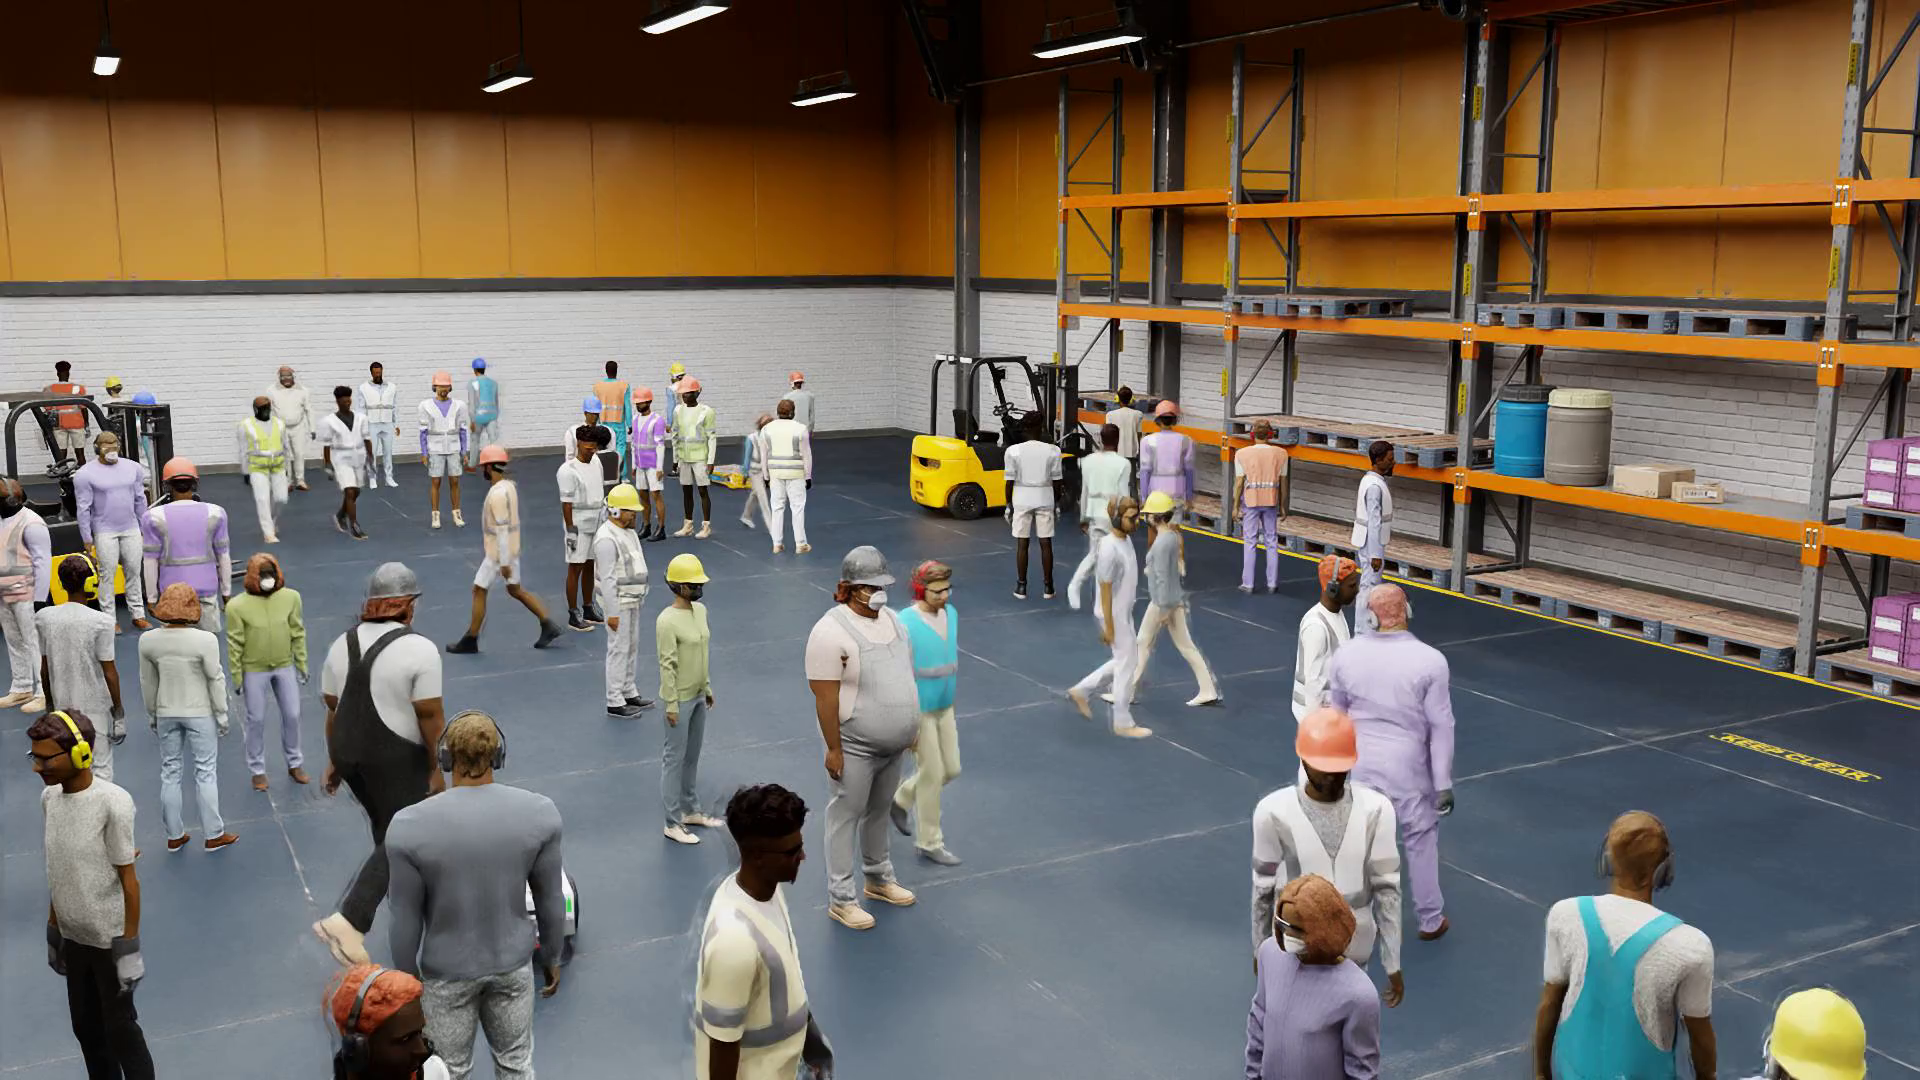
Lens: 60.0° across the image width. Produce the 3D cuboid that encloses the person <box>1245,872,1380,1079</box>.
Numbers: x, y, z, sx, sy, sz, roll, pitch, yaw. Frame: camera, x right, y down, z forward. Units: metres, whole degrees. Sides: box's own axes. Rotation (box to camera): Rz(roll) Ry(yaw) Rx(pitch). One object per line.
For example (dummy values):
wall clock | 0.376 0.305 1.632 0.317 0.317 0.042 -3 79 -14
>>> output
person | 1.113 1.853 5.368 0.284 1.633 0.498 -8 12 -38

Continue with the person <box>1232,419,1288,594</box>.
person | 3.143 -0.343 17.409 0.572 1.838 0.373 -1 10 -5

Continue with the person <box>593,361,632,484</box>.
person | -5.342 -1.799 25.603 0.587 1.911 0.397 1 10 5

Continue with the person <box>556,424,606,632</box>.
person | -3.559 -0.126 15.823 0.390 1.958 0.602 4 11 22

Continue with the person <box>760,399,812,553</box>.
person | -2.050 -0.758 19.800 0.621 1.845 0.429 2 10 12

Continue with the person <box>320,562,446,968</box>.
person | -3.012 1.106 8.496 0.707 2.000 0.941 5 11 26

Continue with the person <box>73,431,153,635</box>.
person | -7.928 -0.071 15.608 0.381 1.929 0.636 8 13 38

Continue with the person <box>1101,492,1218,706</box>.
person | 1.619 0.473 13.075 0.918 1.720 0.546 4 10 20

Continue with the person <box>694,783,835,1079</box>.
person | -0.579 1.703 5.394 0.990 1.909 0.627 -1 10 -3

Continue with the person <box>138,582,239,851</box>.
person | -4.616 1.059 9.938 0.502 1.633 0.279 0 10 3

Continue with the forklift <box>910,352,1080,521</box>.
forklift | 0.460 -1.461 22.833 2.313 2.155 1.214 -5 11 -28

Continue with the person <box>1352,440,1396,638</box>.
person | 3.687 0.063 14.853 0.377 1.917 0.599 2 10 11

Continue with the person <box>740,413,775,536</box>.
person | -2.551 -0.856 21.187 0.530 1.559 1.006 -10 14 -44

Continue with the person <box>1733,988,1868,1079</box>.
person | 2.106 1.971 4.257 0.609 1.789 0.919 5 11 27

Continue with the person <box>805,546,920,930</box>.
person | -0.470 1.032 8.924 0.538 2.000 0.683 6 12 33

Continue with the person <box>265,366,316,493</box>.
person | -9.981 -1.654 24.810 0.683 1.893 0.442 -5 11 -26

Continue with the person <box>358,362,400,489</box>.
person | -8.831 -1.749 25.286 0.600 1.917 0.376 -8 13 -38

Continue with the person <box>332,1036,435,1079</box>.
person | -1.551 2.031 4.243 0.378 1.673 0.588 10 14 44

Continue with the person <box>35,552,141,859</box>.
person | -5.077 0.998 9.652 0.512 1.861 0.325 1 10 8

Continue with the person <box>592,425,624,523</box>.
person | -3.903 -0.419 18.295 0.319 1.692 0.540 8 12 37

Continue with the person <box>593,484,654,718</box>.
person | -2.601 0.467 12.820 0.403 1.818 0.606 1 10 6

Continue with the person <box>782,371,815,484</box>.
person | -2.495 -1.714 25.554 0.563 1.752 0.341 -7 12 -35

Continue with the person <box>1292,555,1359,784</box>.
person | 2.087 1.013 9.505 0.360 1.880 0.575 5 11 25

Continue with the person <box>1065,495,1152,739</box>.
person | 1.116 0.559 12.269 0.584 1.823 0.526 3 10 17

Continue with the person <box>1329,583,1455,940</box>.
person | 2.253 1.165 8.700 0.690 1.910 0.504 9 13 42

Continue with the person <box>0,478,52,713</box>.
person | -7.357 0.428 12.978 0.633 1.839 0.429 5 11 29

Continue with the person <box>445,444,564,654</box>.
person | -4.083 0.080 14.865 0.995 1.888 0.540 0 10 -1

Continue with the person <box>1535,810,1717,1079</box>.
person | 2.183 1.749 5.399 0.533 1.821 0.675 8 13 40

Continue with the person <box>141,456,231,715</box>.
person | -5.908 0.376 12.738 0.611 2.032 0.411 -7 12 -34

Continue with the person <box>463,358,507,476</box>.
person | -7.598 -1.965 26.602 1.012 1.899 0.634 8 13 39

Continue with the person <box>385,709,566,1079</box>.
person | -1.768 1.573 6.139 0.637 1.930 0.372 -5 11 -27

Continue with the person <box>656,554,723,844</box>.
person | -1.659 0.954 10.166 0.315 1.769 0.525 3 10 17

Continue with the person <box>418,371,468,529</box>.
person | -6.680 -1.167 21.565 0.608 2.048 0.365 -5 11 -28

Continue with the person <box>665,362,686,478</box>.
person | -4.454 -1.894 26.356 0.403 1.837 0.590 6 11 30

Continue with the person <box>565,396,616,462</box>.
person | -4.226 -0.686 19.121 0.609 1.942 0.408 -5 11 -27

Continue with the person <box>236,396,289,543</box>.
person | -8.583 -0.877 20.536 0.508 1.824 0.632 9 14 43

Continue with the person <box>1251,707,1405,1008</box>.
person | 1.396 1.539 6.445 0.543 1.899 0.955 0 10 -3

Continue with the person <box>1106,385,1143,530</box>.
person | 2.103 -1.055 21.425 0.517 1.873 0.334 -2 10 -9

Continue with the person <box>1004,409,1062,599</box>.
person | 0.753 -0.366 17.192 0.608 1.963 0.370 0 10 0

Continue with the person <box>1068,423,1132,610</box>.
person | 1.421 -0.226 16.624 0.602 1.886 0.839 8 13 40

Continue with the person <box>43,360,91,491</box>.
person | -13.365 -1.709 24.931 0.602 1.960 0.368 -3 10 -17

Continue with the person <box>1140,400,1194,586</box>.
person | 2.244 -0.512 17.975 0.611 1.998 1.016 -1 10 -8

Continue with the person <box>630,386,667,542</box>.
person | -3.883 -0.942 20.604 0.544 1.930 0.387 7 12 36

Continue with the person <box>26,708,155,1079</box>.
person | -3.370 1.556 6.449 0.524 1.857 0.341 5 11 27

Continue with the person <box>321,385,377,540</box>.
person | -7.737 -1.002 20.957 0.919 1.942 0.609 8 13 40

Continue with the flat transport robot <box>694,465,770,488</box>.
flat transport robot | -3.511 -0.996 25.690 0.652 0.197 1.431 -6 12 -33

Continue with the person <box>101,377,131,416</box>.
person | -12.296 -1.501 24.296 0.331 1.767 0.527 4 11 21

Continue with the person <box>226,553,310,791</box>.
person | -4.601 0.874 11.071 0.509 1.612 0.362 -9 14 -43

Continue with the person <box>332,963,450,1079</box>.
person | -1.444 1.962 4.178 0.767 1.871 0.580 5 11 26

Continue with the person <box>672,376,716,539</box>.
person | -3.337 -1.020 20.727 0.615 2.040 0.391 5 11 25

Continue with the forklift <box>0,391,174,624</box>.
forklift | -9.026 -0.363 16.508 1.214 2.155 2.313 6 11 29

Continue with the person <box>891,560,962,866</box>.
person | -0.235 0.998 9.785 0.566 1.815 0.575 7 12 34
